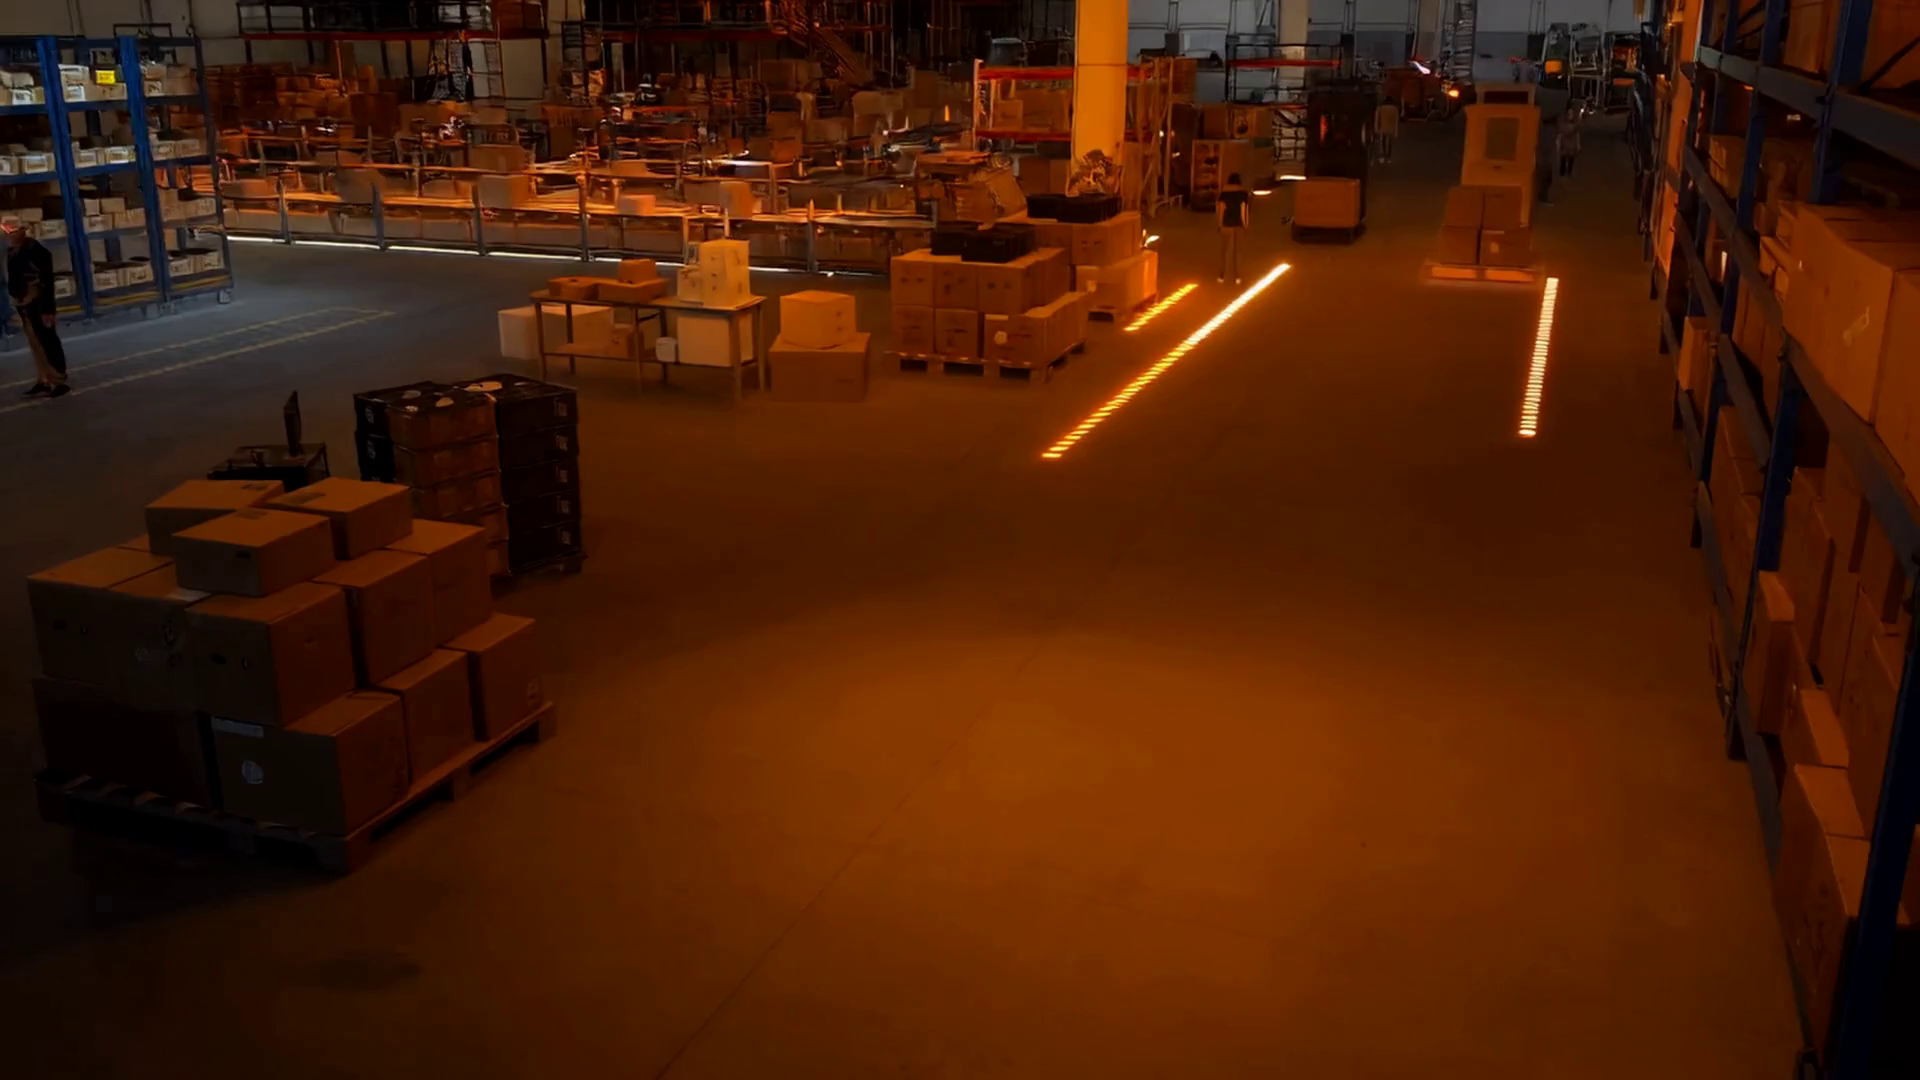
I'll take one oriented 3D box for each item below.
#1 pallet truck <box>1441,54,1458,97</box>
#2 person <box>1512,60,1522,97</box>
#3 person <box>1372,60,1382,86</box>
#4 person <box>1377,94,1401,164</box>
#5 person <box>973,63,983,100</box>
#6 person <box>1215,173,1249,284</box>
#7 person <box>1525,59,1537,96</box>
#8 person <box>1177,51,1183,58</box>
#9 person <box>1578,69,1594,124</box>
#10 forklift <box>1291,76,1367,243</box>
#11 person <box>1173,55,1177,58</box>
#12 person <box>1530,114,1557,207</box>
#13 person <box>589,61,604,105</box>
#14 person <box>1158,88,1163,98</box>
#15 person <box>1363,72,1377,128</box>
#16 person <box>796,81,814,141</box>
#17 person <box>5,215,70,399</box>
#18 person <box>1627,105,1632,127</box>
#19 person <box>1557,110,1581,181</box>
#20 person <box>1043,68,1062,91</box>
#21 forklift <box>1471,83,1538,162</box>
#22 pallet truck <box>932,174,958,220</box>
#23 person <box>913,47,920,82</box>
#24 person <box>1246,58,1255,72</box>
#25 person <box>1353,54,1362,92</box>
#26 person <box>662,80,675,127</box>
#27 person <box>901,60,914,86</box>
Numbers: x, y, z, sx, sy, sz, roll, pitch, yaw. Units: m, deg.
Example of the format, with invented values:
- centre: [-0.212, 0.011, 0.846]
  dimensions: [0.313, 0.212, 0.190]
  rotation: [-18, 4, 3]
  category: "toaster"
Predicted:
- centre: [22.765, -21.886, 78.355]
  dimensions: [0.823, 1.965, 1.885]
  rotation: [-4, 18, -14]
  category: "pallet truck"
- centre: [26.334, -21.818, 78.641]
  dimensions: [0.547, 1.688, 0.338]
  rotation: [-14, 22, -37]
  category: "person"
- centre: [18.577, -20.449, 74.116]
  dimensions: [0.515, 1.825, 0.644]
  rotation: [0, 18, 1]
  category: "person"
- centre: [11.444, -10.960, 44.333]
  dimensions: [0.604, 1.813, 0.568]
  rotation: [7, 19, 21]
  category: "person"
- centre: [0.806, -17.764, 65.368]
  dimensions: [0.712, 2.022, 0.624]
  rotation: [-3, 18, -11]
  category: "person"
- centre: [4.036, -4.624, 24.709]
  dimensions: [0.498, 1.633, 0.279]
  rotation: [3, 18, 10]
  category: "person"
- centre: [27.056, -21.887, 78.756]
  dimensions: [0.524, 1.757, 0.359]
  rotation: [-6, 18, -17]
  category: "person"
- centre: [11.351, -24.453, 86.543]
  dimensions: [0.613, 1.926, 0.694]
  rotation: [-8, 19, -24]
  category: "person"
- centre: [22.501, -15.936, 59.758]
  dimensions: [0.374, 1.939, 0.545]
  rotation: [3, 18, 9]
  category: "person"
- centre: [6.598, -6.755, 29.381]
  dimensions: [1.129, 2.768, 1.873]
  rotation: [6, 19, 19]
  category: "forklift"
- centre: [10.450, -22.563, 80.679]
  dimensions: [1.032, 1.894, 0.636]
  rotation: [8, 19, 24]
  category: "person"
- centre: [12.067, -7.838, 34.396]
  dimensions: [0.579, 1.890, 0.646]
  rotation: [4, 18, 12]
  category: "person"
- centre: [-15.680, -19.692, 71.709]
  dimensions: [0.957, 1.851, 0.574]
  rotation: [10, 20, 28]
  category: "person"
- centre: [6.914, -15.032, 57.345]
  dimensions: [0.576, 1.671, 0.580]
  rotation: [0, 18, 0]
  category: "person"
- centre: [14.038, -15.209, 57.545]
  dimensions: [0.887, 1.906, 0.543]
  rotation: [0, 18, -2]
  category: "person"
- centre: [-4.841, -13.357, 51.827]
  dimensions: [0.526, 1.843, 0.874]
  rotation: [2, 18, 7]
  category: "person"
- centre: [-9.693, -2.433, 17.382]
  dimensions: [0.649, 1.906, 0.401]
  rotation: [13, 22, 36]
  category: "person"
- centre: [22.922, -14.716, 55.922]
  dimensions: [0.904, 1.924, 0.623]
  rotation: [-1, 18, -2]
  category: "person"
- centre: [14.633, -9.507, 40.038]
  dimensions: [0.537, 1.652, 0.894]
  rotation: [4, 18, 14]
  category: "person"
- centre: [3.339, -15.854, 59.332]
  dimensions: [0.683, 2.000, 0.538]
  rotation: [5, 18, 17]
  category: "person"
- centre: [8.629, -5.888, 26.657]
  dimensions: [1.129, 2.768, 1.873]
  rotation: [6, 19, 19]
  category: "forklift"
- centre: [-0.507, -5.292, 27.348]
  dimensions: [0.653, 1.274, 1.630]
  rotation: [6, 19, 19]
  category: "pallet truck"
- centre: [-2.388, -27.059, 94.679]
  dimensions: [0.875, 1.961, 0.605]
  rotation: [-5, 18, -16]
  category: "person"
- centre: [13.597, -21.646, 77.696]
  dimensions: [1.023, 1.951, 0.624]
  rotation: [-4, 18, -12]
  category: "person"
- centre: [19.275, -22.581, 80.655]
  dimensions: [0.377, 1.923, 0.595]
  rotation: [12, 21, 33]
  category: "person"
- centre: [-9.698, -14.349, 55.130]
  dimensions: [0.562, 1.724, 0.484]
  rotation: [13, 22, 35]
  category: "person"
- centre: [-2.363, -20.811, 75.332]
  dimensions: [0.718, 1.793, 0.669]
  rotation: [13, 22, 35]
  category: "person"
